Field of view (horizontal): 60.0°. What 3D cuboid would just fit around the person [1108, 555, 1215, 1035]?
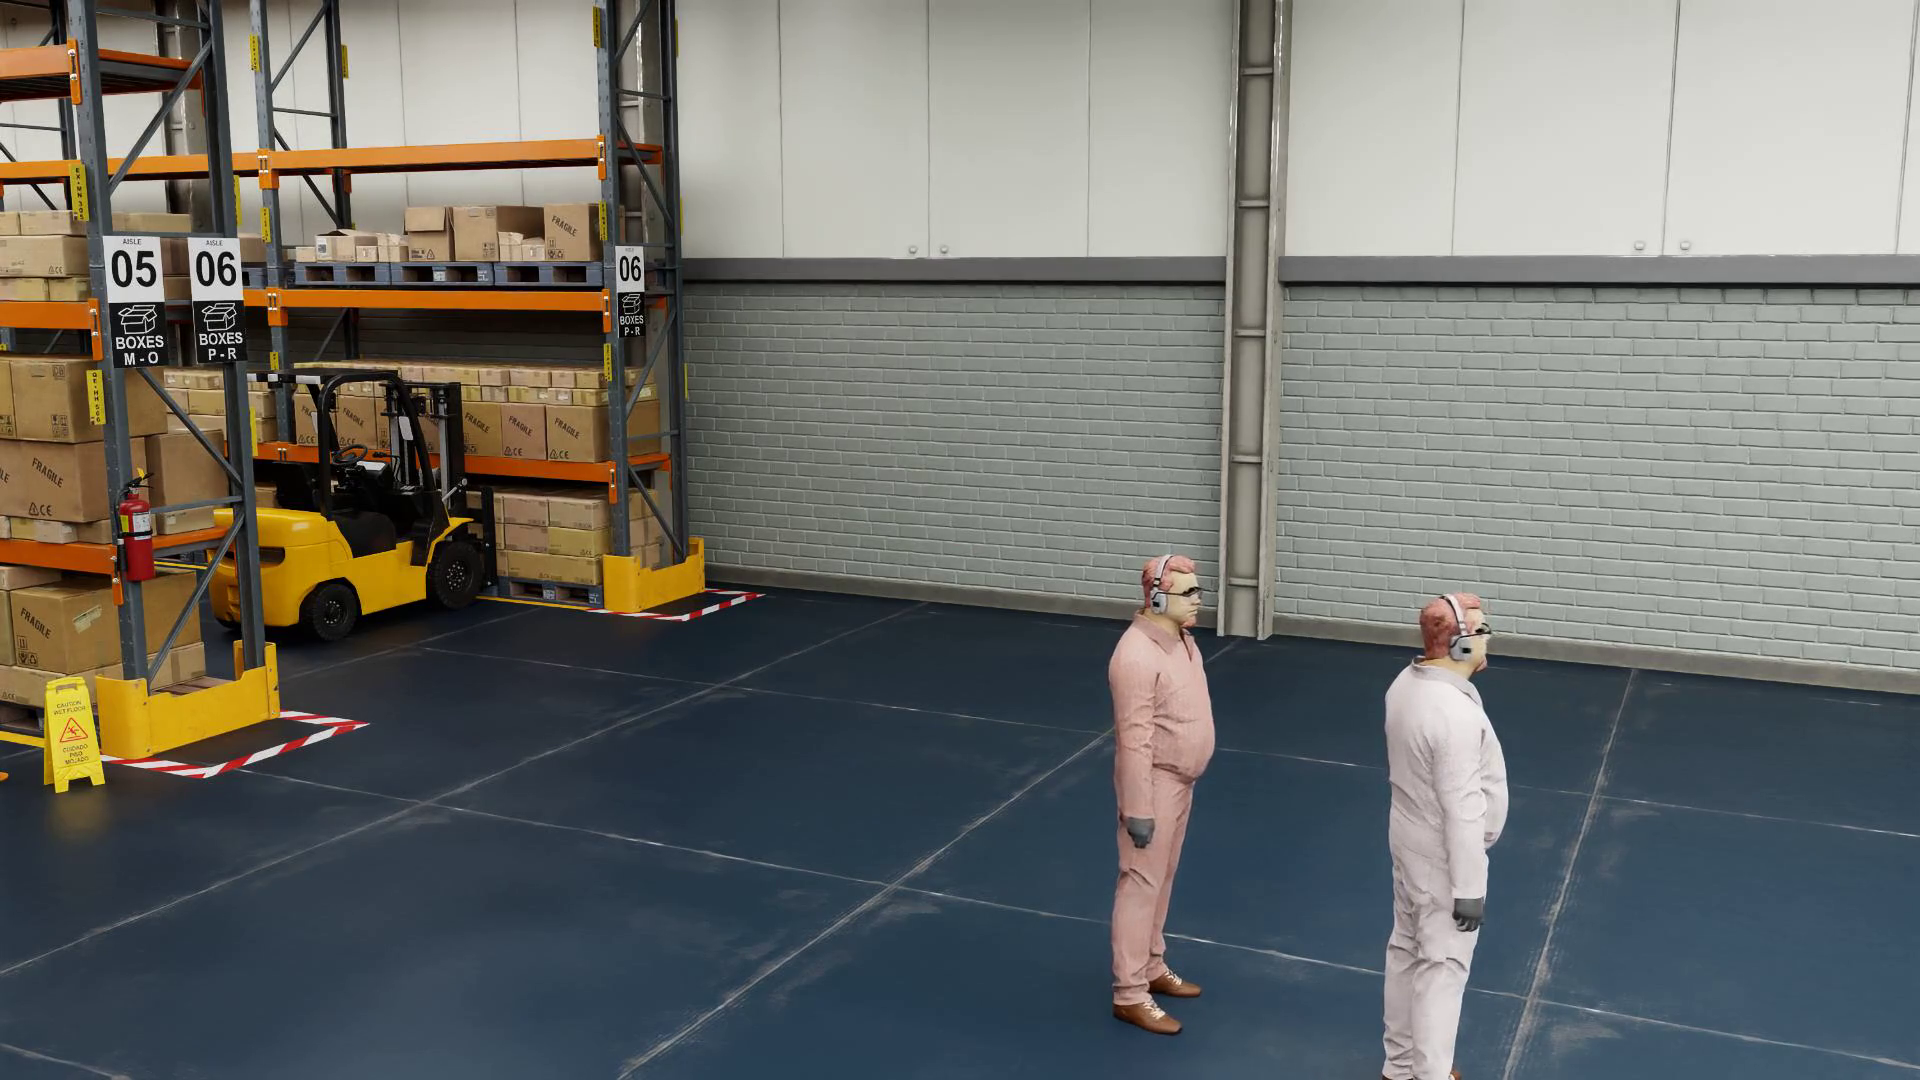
[{"bbox_3d":[0.825,0.999,6.712,0.400,1.907,0.644,4,10,22],"label":"person"}]

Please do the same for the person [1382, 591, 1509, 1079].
[{"bbox_3d":[1.728,1.127,5.910,0.408,1.913,0.642,-1,9,-4],"label":"person"}]
